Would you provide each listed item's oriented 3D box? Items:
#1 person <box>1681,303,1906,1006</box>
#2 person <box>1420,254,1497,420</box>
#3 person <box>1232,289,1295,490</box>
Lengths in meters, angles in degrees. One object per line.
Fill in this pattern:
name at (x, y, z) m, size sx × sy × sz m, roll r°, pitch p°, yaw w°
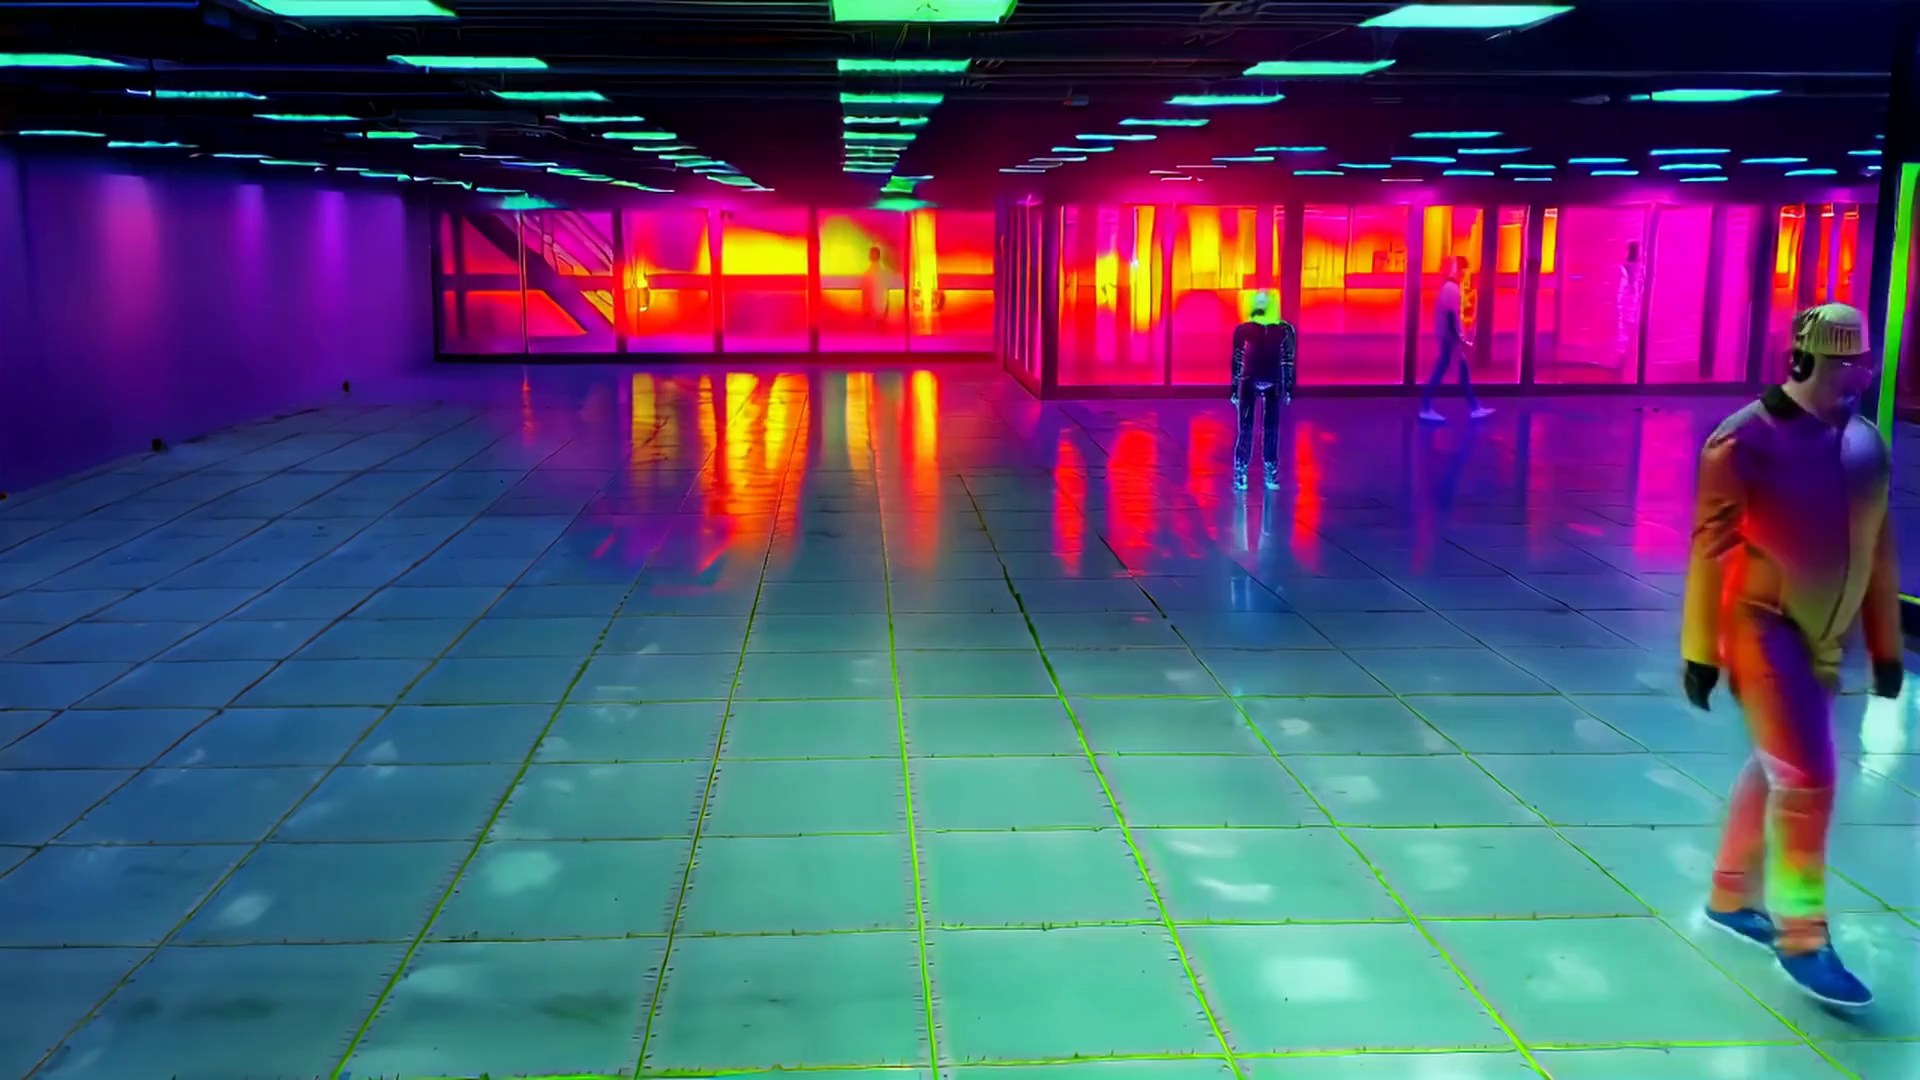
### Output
person at (2.412, 0.306, 4.585) m, size 0.673 × 1.881 × 0.785 m, roll -5°, pitch 12°, yaw -27°
person at (5.523, -2.212, 18.340) m, size 0.832 × 1.835 × 0.519 m, roll 4°, pitch 11°, yaw 19°
person at (2.451, -1.215, 13.481) m, size 0.501 × 1.632 × 0.286 m, roll 1°, pitch 11°, yaw 6°
